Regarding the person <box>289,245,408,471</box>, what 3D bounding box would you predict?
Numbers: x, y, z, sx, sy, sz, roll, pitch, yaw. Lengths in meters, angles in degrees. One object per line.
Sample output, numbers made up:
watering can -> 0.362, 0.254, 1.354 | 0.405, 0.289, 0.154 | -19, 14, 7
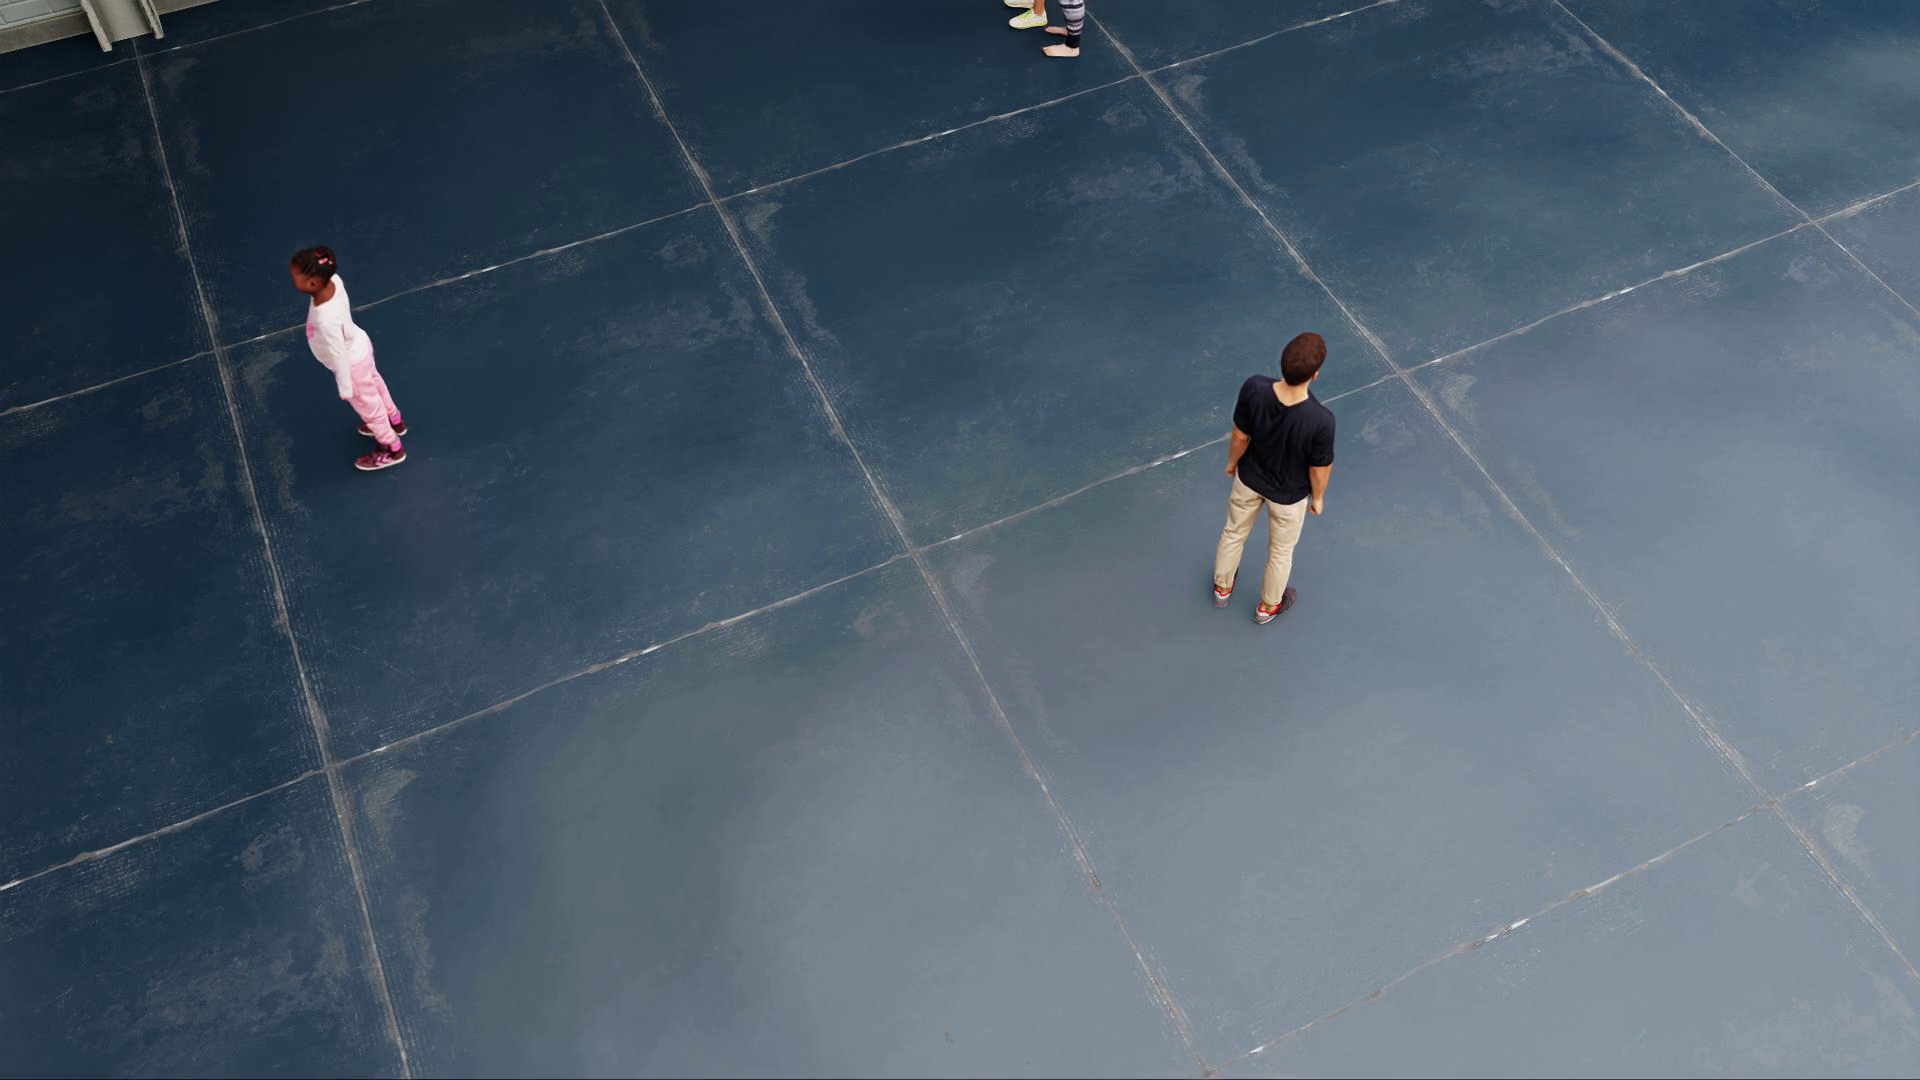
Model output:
person -> -3.095, -0.944, 8.435 | 0.569, 1.443, 0.593 | -8, 53, -6

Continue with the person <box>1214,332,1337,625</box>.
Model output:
person -> 1.439, -0.265, 7.647 | 0.713, 1.859, 0.720 | 26, 56, 18

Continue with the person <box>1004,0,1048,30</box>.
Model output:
person -> 0.484, -4.144, 10.693 | 0.671, 1.792, 0.651 | -2, 52, -2

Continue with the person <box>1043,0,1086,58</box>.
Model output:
person -> 0.712, -3.861, 10.510 | 0.674, 1.735, 0.680 | 5, 52, 4
